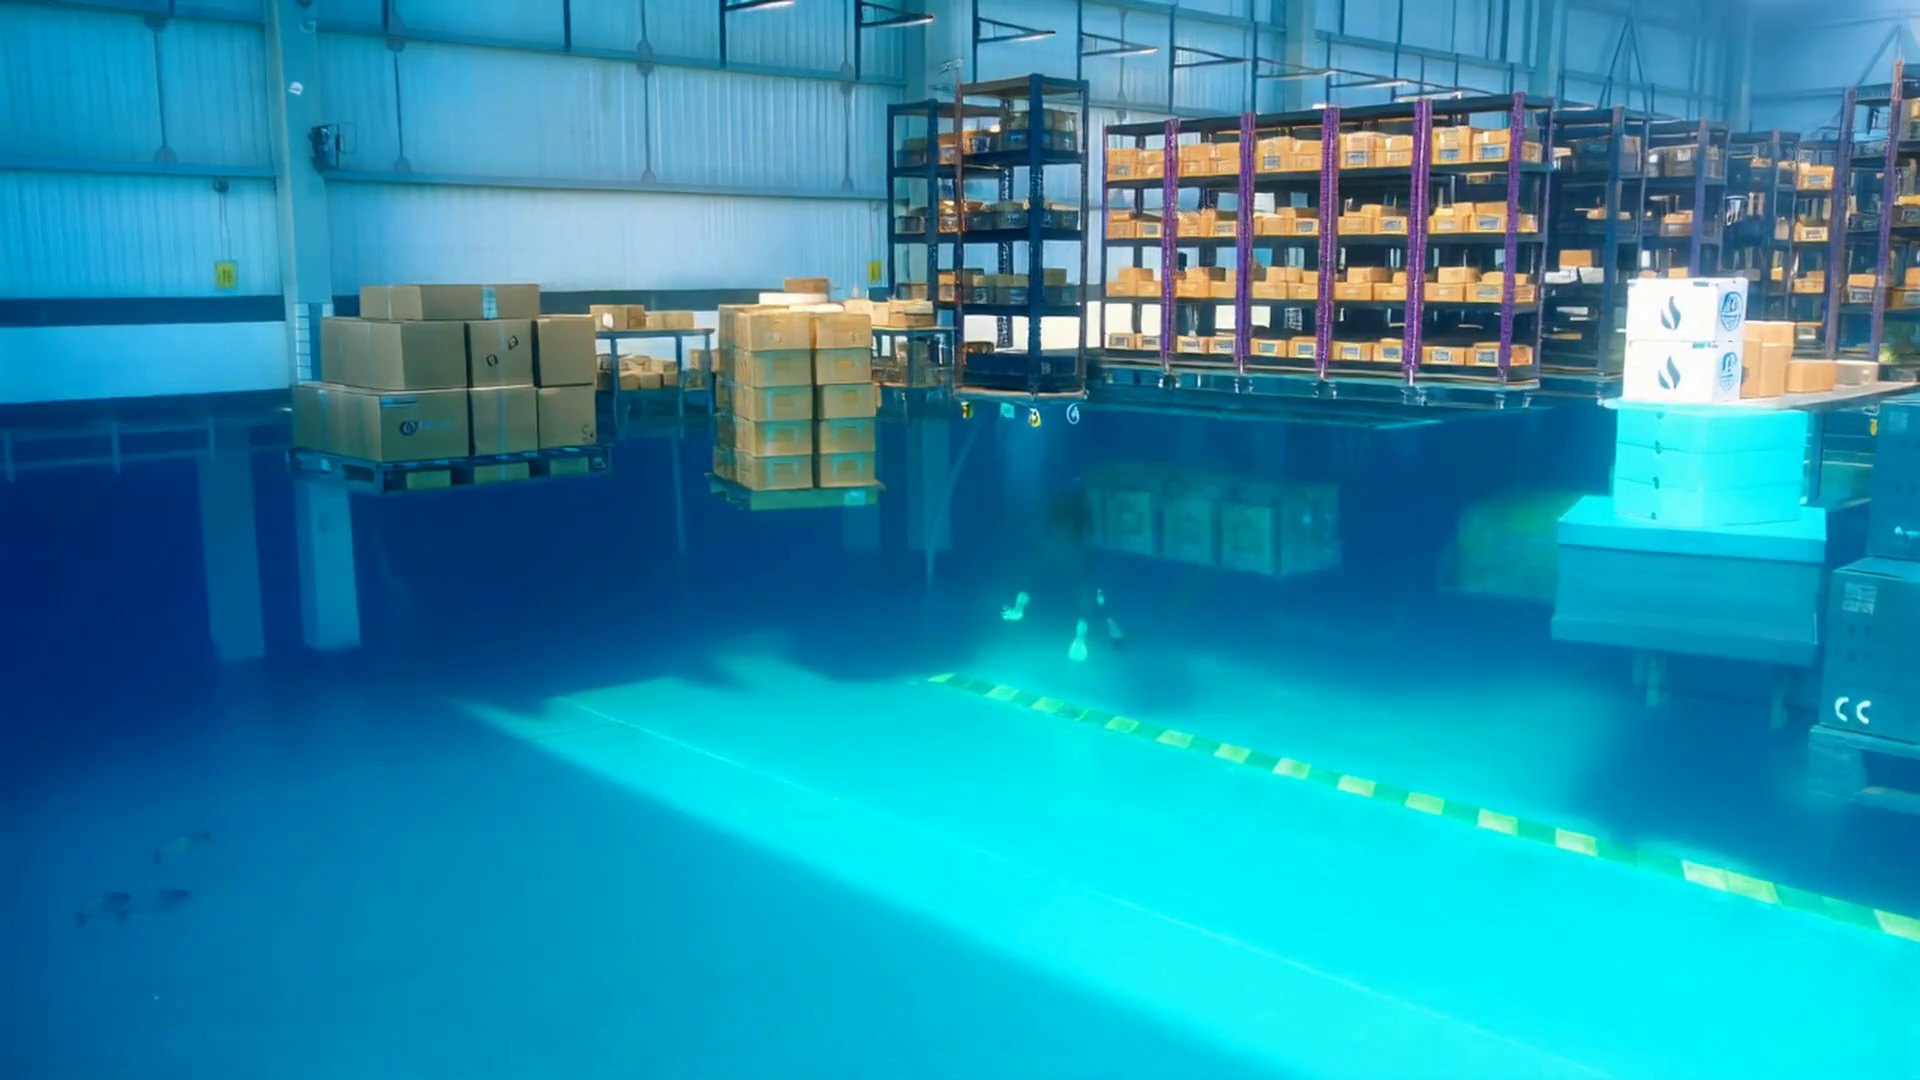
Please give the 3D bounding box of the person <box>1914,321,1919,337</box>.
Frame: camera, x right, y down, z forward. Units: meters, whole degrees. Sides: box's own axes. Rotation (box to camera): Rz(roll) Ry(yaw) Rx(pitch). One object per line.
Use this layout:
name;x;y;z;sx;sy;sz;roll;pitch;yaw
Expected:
person;14.109;-3.212;24.240;0.834;1.792;0.606;-3;10;-20

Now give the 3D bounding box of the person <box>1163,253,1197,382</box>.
person;3.170;-3.213;24.037;0.565;1.846;0.388;7;12;35
